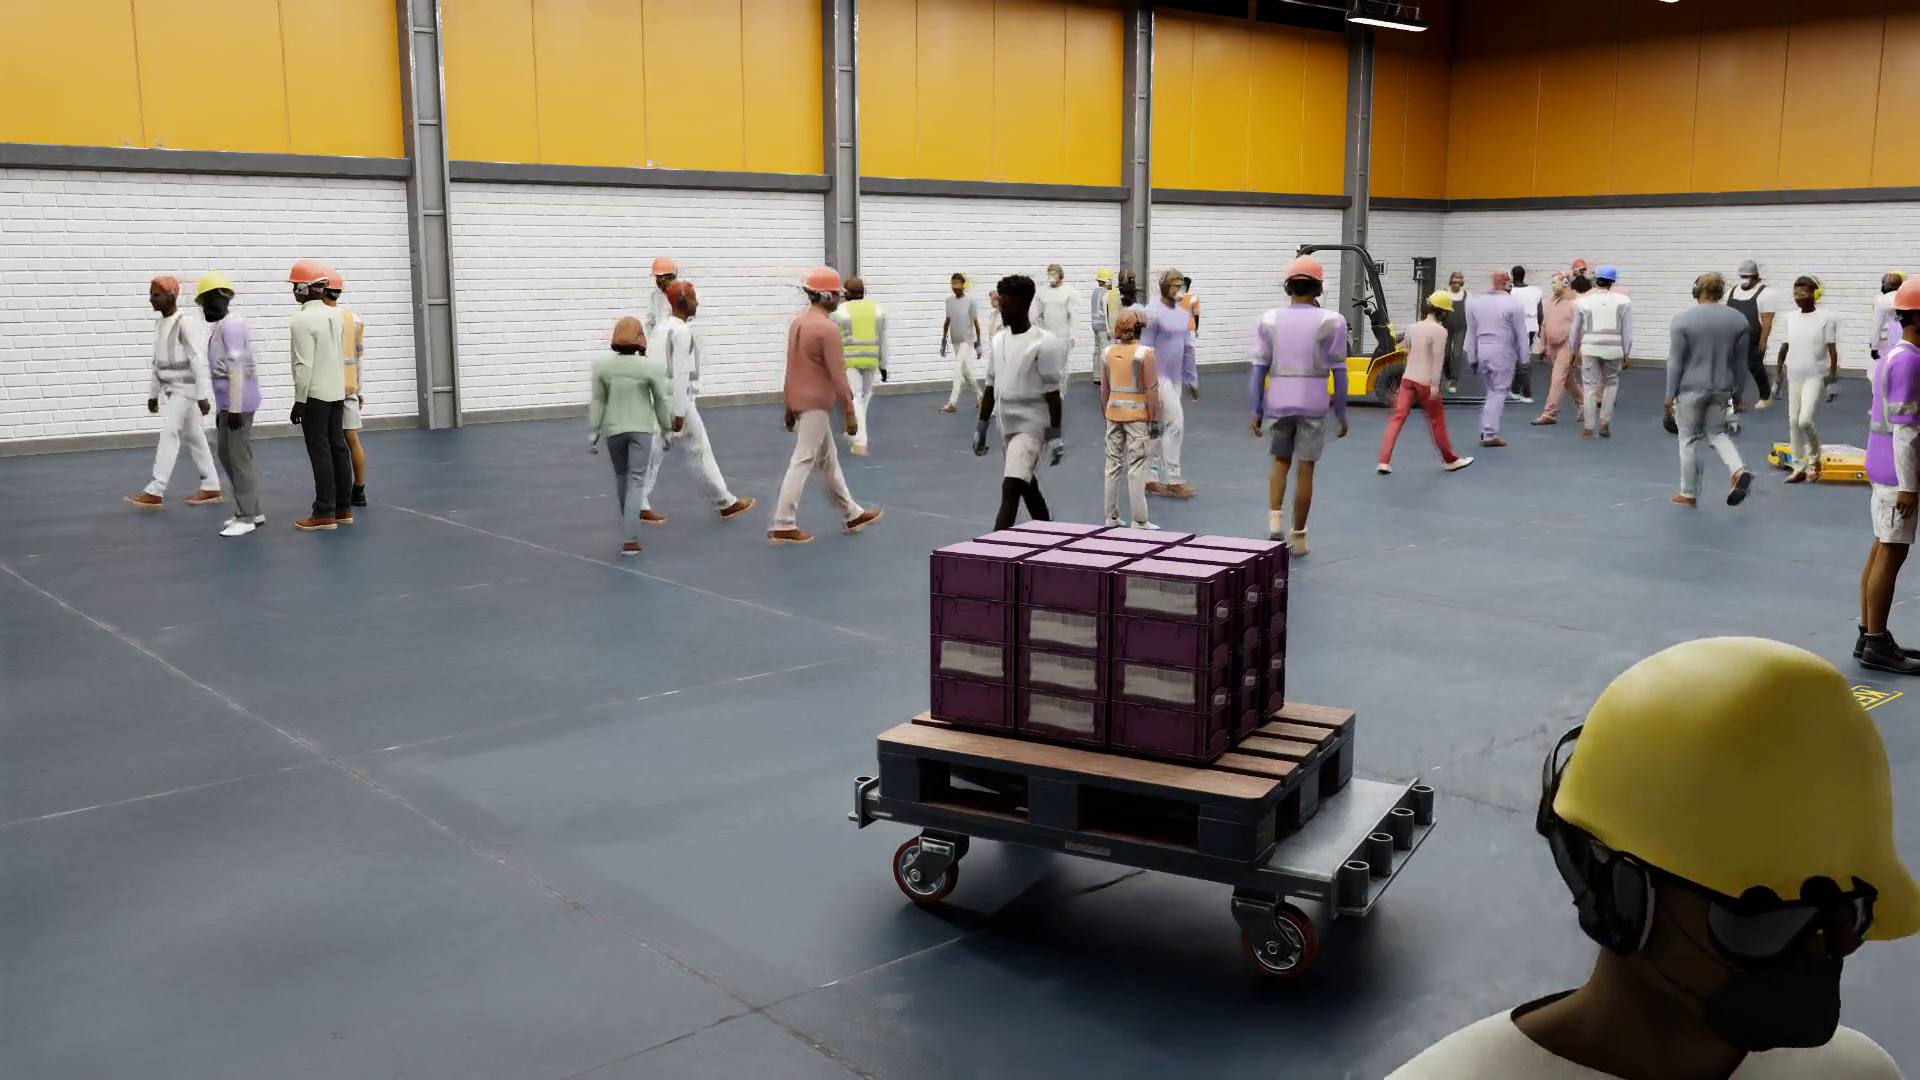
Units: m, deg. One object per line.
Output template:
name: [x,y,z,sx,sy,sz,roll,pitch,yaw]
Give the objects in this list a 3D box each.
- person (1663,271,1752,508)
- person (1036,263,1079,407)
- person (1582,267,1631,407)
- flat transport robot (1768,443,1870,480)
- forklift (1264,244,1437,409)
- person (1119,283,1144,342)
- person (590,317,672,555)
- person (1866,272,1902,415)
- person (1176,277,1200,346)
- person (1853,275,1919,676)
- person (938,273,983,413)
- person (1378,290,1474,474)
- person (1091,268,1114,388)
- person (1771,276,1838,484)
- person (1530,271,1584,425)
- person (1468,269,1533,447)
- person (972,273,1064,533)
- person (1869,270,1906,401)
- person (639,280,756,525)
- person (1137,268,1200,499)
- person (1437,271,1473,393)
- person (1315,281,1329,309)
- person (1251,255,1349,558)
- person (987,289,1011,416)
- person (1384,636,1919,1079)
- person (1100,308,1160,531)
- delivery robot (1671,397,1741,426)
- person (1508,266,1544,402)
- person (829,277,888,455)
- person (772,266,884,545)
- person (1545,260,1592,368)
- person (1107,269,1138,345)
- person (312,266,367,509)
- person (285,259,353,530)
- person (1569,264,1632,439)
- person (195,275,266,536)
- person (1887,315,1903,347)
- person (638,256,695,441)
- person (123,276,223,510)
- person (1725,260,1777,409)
person: [5.963,-1.169,13.184,0.633,1.915,0.709,-1,10,-7]
person: [1.268,-2.728,22.233,0.651,1.928,0.516,5,11,25]
person: [8.599,-2.704,22.239,0.685,1.873,0.436,1,10,8]
flat transport robot: [8.067,-0.734,15.408,0.652,0.197,1.431,1,10,8]
forklift: [5.256,-2.933,22.661,2.313,2.155,1.214,3,10,16]
person: [2.359,-2.611,22.317,0.572,1.660,0.544,-5,11,-27]
person: [-2.251,-0.737,11.514,0.531,1.596,0.821,1,10,6]
person: [11.679,-2.432,20.826,0.635,1.826,0.554,-4,10,-20]
person: [3.614,-3.403,26.896,0.538,1.695,0.319,4,11,23]
person: [4.621,-0.322,8.124,0.357,1.938,0.543,4,11,24]
person: [0.056,-2.586,21.776,0.558,1.827,0.931,10,14,44]
person: [4.315,-1.445,15.391,0.955,1.701,0.546,-5,11,-26]
person: [2.232,-3.264,25.647,0.403,1.837,0.591,-3,10,-17]
person: [7.468,-1.406,14.727,0.411,1.849,0.530,-6,11,-30]
person: [7.336,-2.331,20.140,0.983,1.857,0.654,-4,10,-22]
person: [5.774,-1.933,17.725,0.613,1.888,0.656,-5,11,-28]
person: [0.322,-0.712,10.490,0.977,1.910,0.614,-6,12,-33]
person: [13.005,-2.838,23.188,0.592,1.826,0.403,5,11,27]
person: [-2.082,-1.027,12.555,0.999,1.835,0.573,-6,11,-30]
person: [1.816,-1.293,13.866,0.772,1.913,0.662,7,12,37]
person: [7.344,-3.091,24.716,0.568,1.815,0.652,3,10,20]
person: [5.963,-3.761,28.354,0.639,1.908,0.407,-6,11,-32]
person: [2.287,-0.888,11.193,0.621,2.028,0.461,5,11,26]
person: [0.587,-2.370,21.072,0.641,1.619,0.530,-5,11,-29]
person: [0.514,0.917,1.383,0.542,1.748,0.575,-3,10,-17]
person: [1.244,-0.873,12.226,0.513,1.641,0.307,9,13,43]
delivery robot: [8.414,-1.495,18.760,0.707,0.478,0.477,0,10,-2]
person: [7.795,-2.879,23.285,0.617,1.868,0.929,-2,10,-14]
person: [-1.127,-1.804,17.205,0.654,1.796,0.933,-6,11,-30]
person: [-0.937,-0.951,11.788,1.008,1.937,0.645,-5,11,-29]
person: [11.175,-4.116,30.301,0.643,1.942,1.000,-7,12,-34]
person: [2.301,-2.858,23.262,0.429,1.839,0.633,-4,11,-24]
person: [-5.011,-1.207,13.293,0.345,1.940,0.551,6,11,31]
person: [-4.771,-1.072,12.349,0.379,1.996,0.611,1,10,8]
person: [7.109,-2.088,18.504,0.633,1.925,0.685,3,10,15]
person: [-5.286,-0.975,12.132,0.399,1.884,0.633,-7,12,-36]
person: [8.500,-1.394,14.756,0.749,1.824,0.574,-5,11,-25]
person: [-3.239,-2.071,18.146,0.607,2.006,0.804,9,13,43]
person: [-6.390,-1.168,13.319,0.899,1.848,0.612,-9,14,-44]
person: [10.375,-2.713,21.823,0.976,2.000,0.682,-8,12,-38]
